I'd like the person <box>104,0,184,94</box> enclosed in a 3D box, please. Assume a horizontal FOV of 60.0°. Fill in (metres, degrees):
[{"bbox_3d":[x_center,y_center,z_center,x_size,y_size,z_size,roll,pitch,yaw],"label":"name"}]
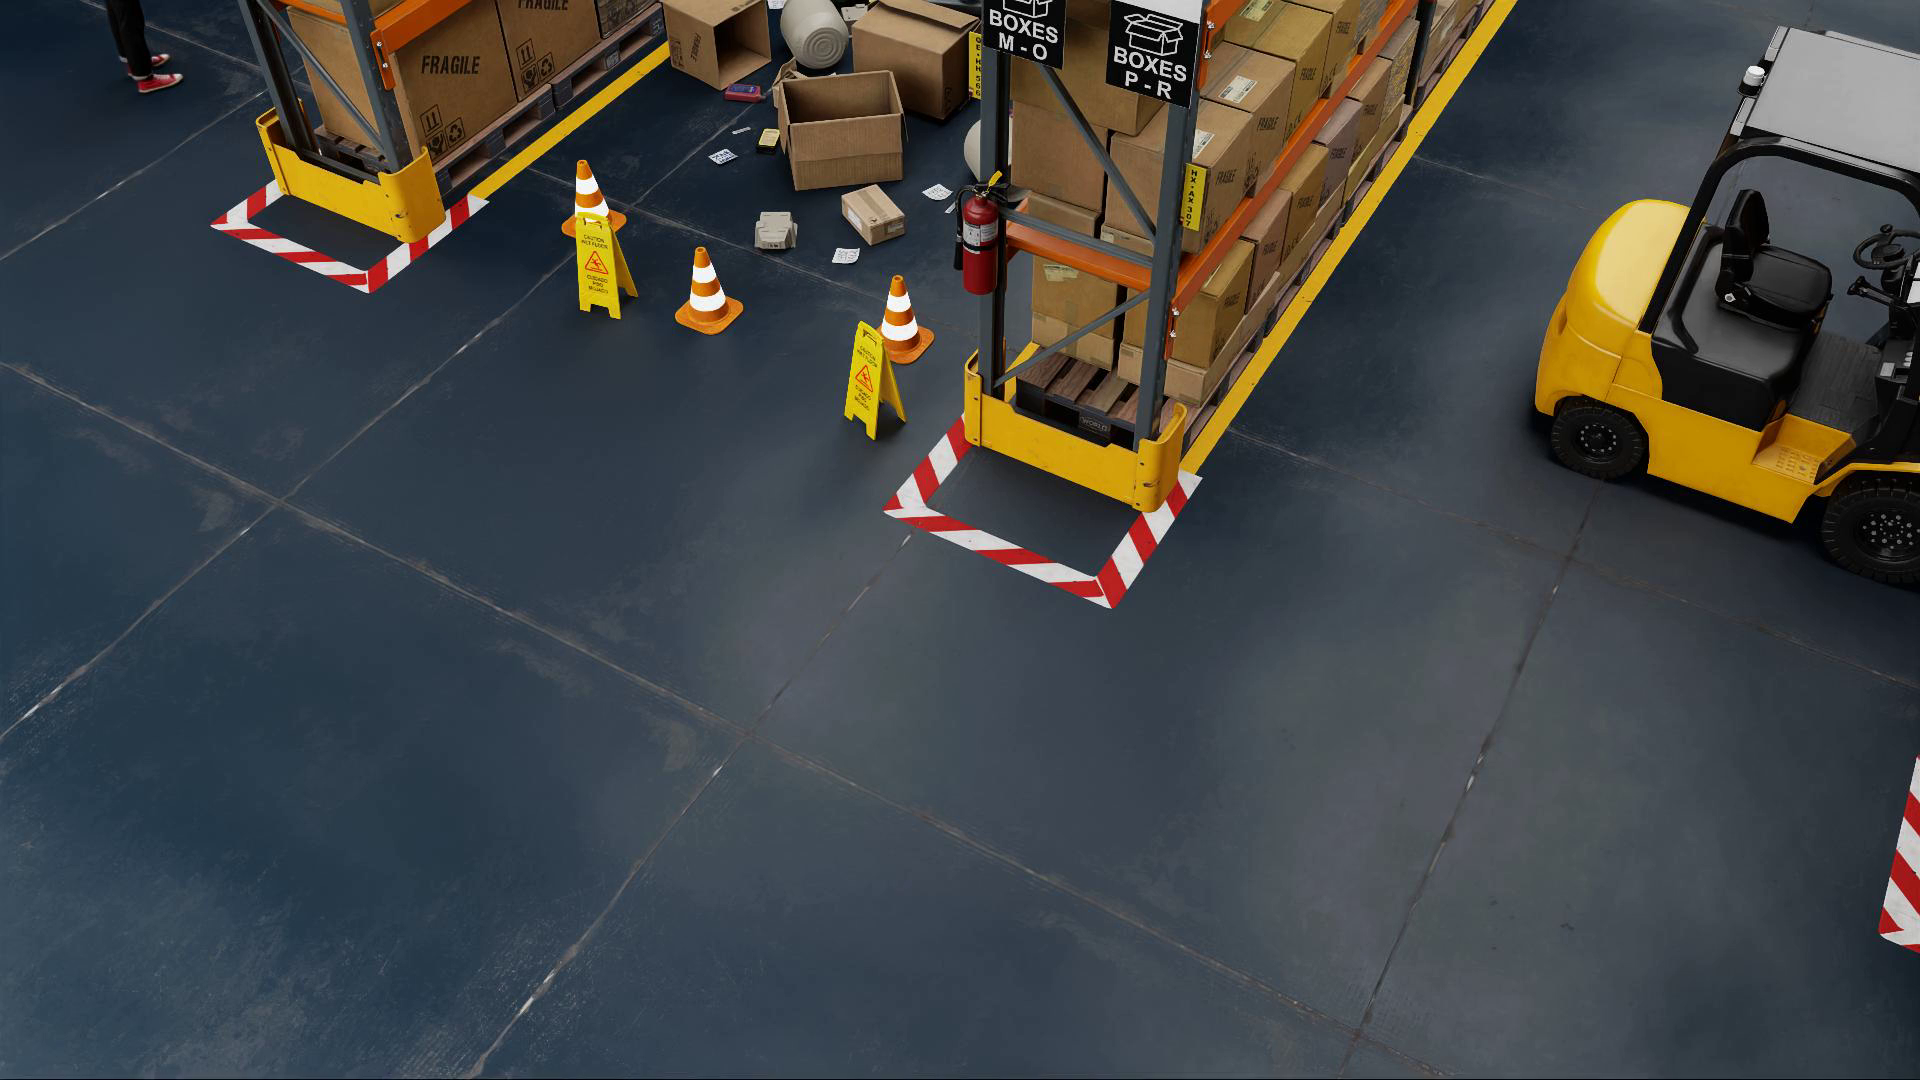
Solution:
[{"bbox_3d":[-5.601,-3.800,10.887,0.724,1.757,0.759,-29,54,-24],"label":"person"}]
